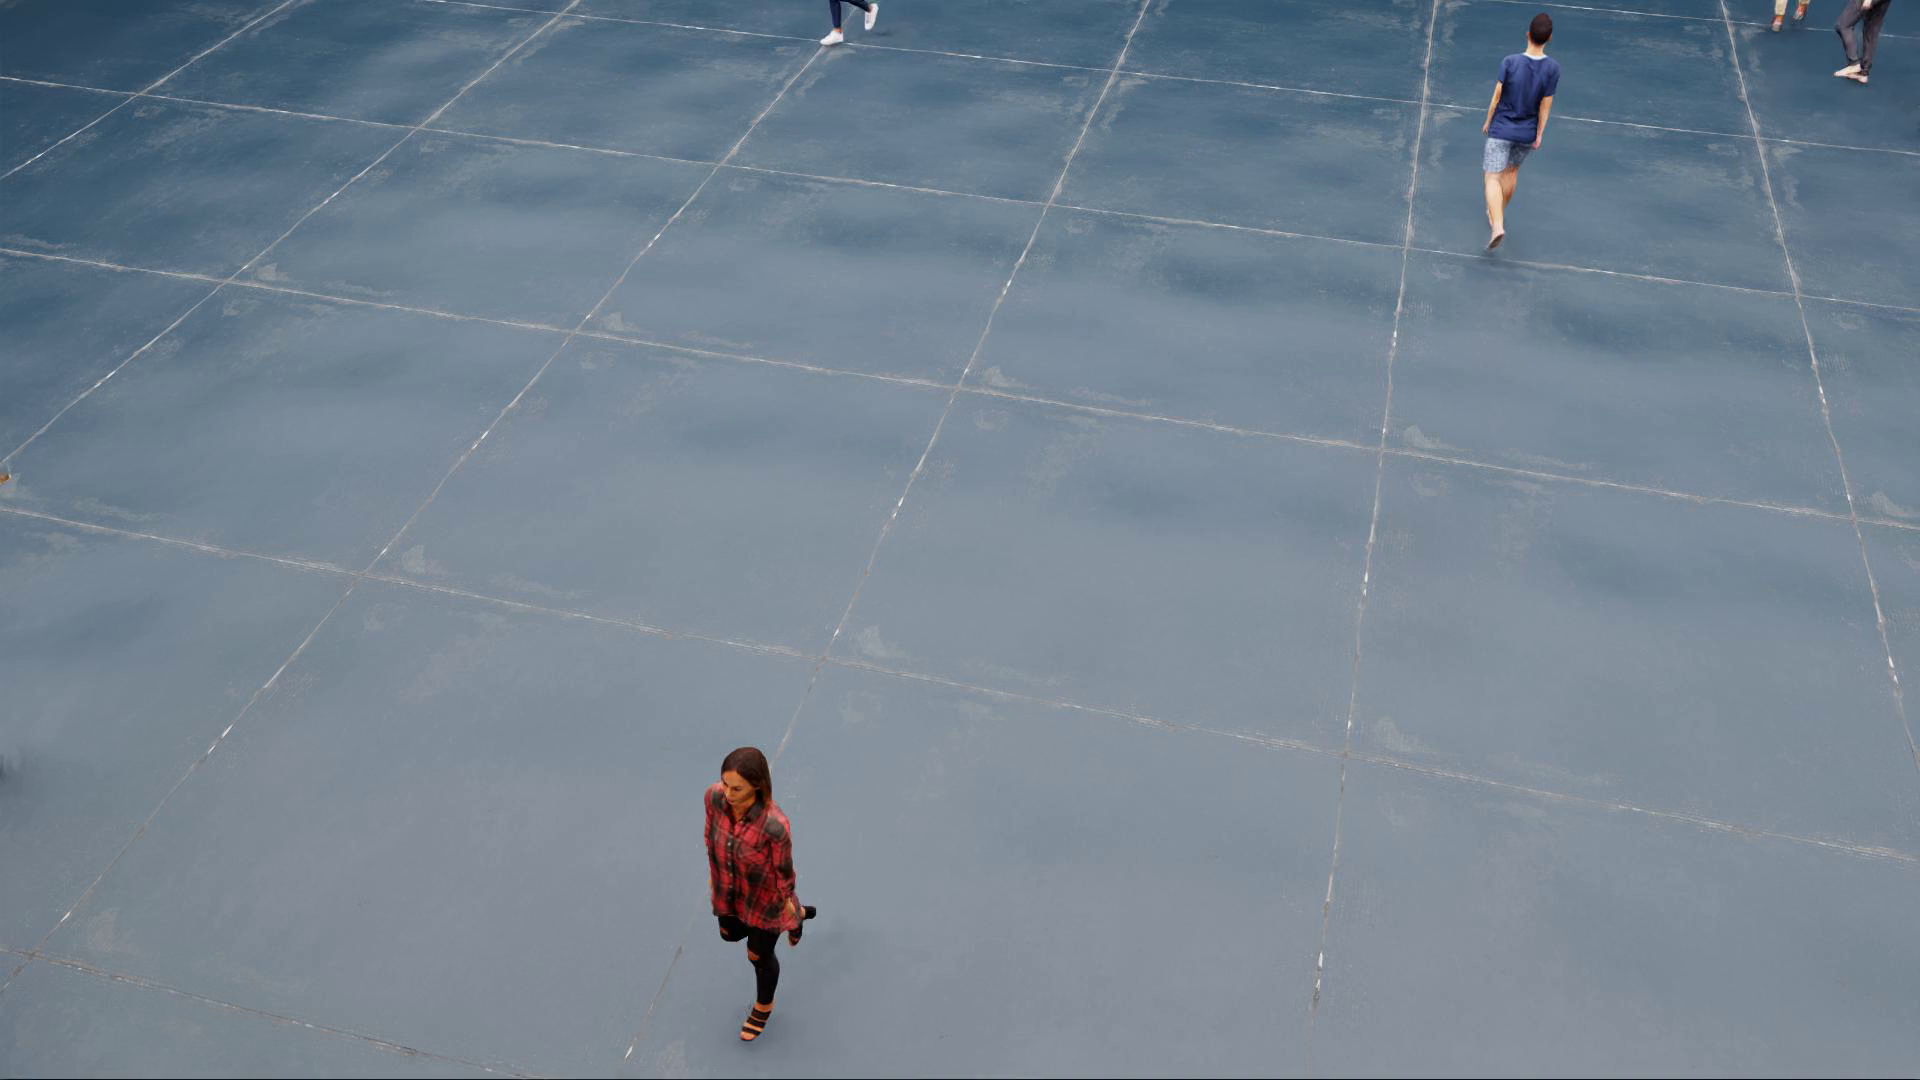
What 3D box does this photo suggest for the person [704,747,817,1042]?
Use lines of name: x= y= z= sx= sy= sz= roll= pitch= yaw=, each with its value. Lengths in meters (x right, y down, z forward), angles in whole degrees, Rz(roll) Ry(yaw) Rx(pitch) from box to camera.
person: x=-0.863 y=1.478 z=7.296 sx=0.787 sy=1.689 sz=0.945 roll=23 pitch=43 yaw=26

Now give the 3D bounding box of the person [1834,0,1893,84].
person: x=8.750 y=-5.140 z=15.711 sx=0.744 sy=1.744 sz=0.819 roll=-26 pitch=45 yaw=-29

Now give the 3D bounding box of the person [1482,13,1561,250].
person: x=4.387 y=-3.200 z=13.166 sx=0.751 sy=1.823 sz=1.127 roll=3 pitch=38 yaw=4

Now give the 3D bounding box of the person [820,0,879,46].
person: x=-1.141 y=-5.836 z=16.586 sx=1.002 sy=1.762 sz=0.905 roll=-25 pitch=44 yaw=-28
